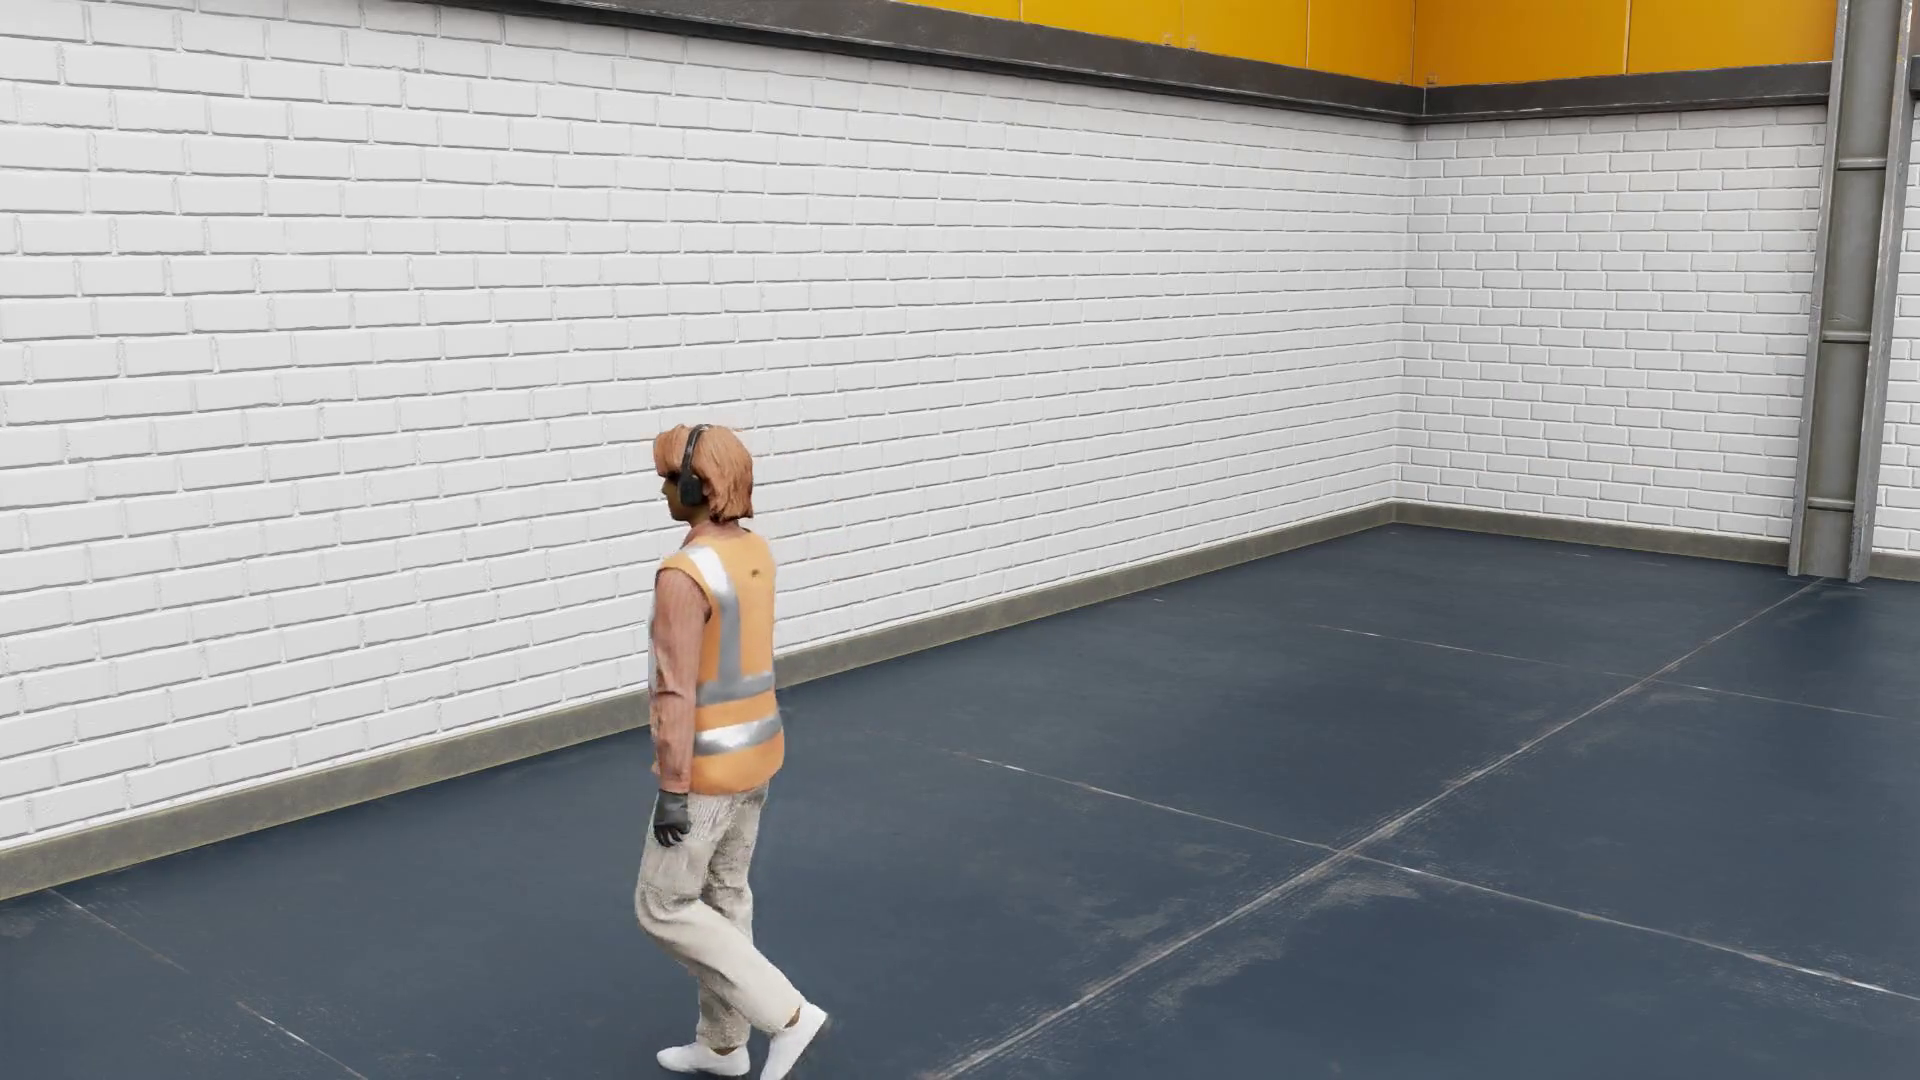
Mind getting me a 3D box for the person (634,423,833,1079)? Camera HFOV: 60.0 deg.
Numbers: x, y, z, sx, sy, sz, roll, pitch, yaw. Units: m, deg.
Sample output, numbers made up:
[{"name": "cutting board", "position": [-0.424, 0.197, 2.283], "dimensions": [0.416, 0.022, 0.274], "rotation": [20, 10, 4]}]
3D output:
[{"name": "person", "position": [-0.544, 0.536, 3.907], "dimensions": [0.422, 1.624, 0.532], "rotation": [3, 10, 15]}]
